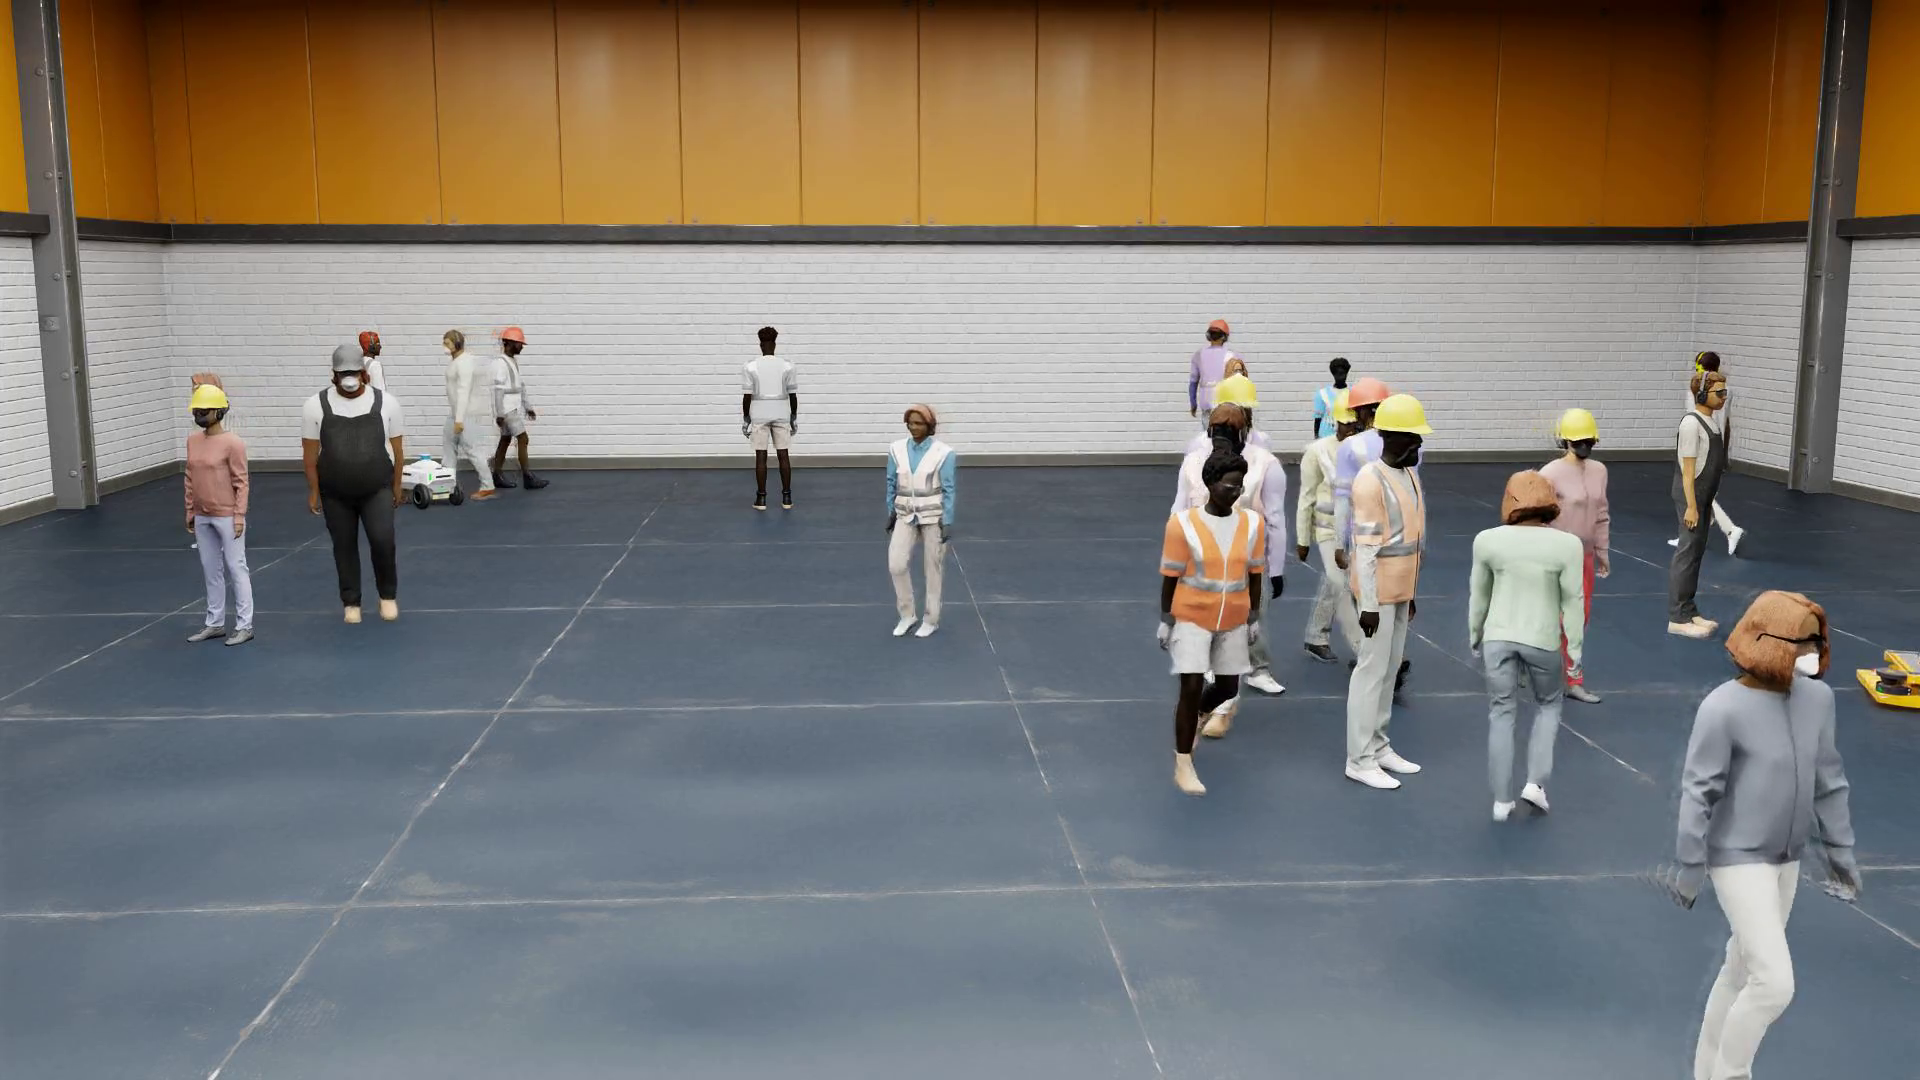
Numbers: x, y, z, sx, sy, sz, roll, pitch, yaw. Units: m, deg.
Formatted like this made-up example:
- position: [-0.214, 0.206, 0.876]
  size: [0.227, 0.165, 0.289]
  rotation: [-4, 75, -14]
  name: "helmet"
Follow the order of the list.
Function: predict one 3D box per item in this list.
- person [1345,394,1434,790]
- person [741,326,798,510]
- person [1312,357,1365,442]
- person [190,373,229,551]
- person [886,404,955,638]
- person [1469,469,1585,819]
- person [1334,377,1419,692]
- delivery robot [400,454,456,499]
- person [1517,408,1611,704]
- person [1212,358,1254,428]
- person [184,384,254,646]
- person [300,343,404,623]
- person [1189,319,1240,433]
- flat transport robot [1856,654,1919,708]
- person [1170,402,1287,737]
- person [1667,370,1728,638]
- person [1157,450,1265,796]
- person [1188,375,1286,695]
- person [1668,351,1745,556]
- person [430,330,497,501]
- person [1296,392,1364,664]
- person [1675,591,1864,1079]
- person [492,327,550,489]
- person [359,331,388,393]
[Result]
- position: [2.116, 0.244, 8.179]
  size: [0.372, 1.925, 0.595]
  rotation: [6, 11, 33]
  name: "person"
- position: [-2.037, -1.304, 17.800]
  size: [0.609, 1.958, 0.398]
  rotation: [-2, 9, -14]
  name: "person"
- position: [3.880, -1.049, 17.078]
  size: [0.545, 1.673, 0.588]
  rotation: [1, 9, 6]
  name: "person"
- position: [-6.798, -0.688, 15.003]
  size: [0.496, 1.623, 0.517]
  rotation: [-8, 12, -40]
  name: "person"
- position: [-0.296, -0.120, 11.398]
  size: [0.546, 1.616, 0.479]
  rotation: [4, 10, 24]
  name: "person"
- position: [2.593, 0.483, 7.659]
  size: [0.526, 1.612, 0.403]
  rotation: [5, 10, 28]
  name: "person"
- position: [2.536, -0.029, 10.027]
  size: [0.560, 1.901, 0.850]
  rotation: [-2, 9, -14]
  name: "person"
- position: [-5.783, -0.689, 18.039]
  size: [0.707, 0.478, 0.477]
  rotation: [9, 12, 43]
  name: "delivery robot"
- position: [3.529, 0.083, 9.741]
  size: [0.538, 1.741, 0.487]
  rotation: [-5, 11, -31]
  name: "person"
- position: [2.881, -1.104, 17.566]
  size: [0.507, 1.631, 0.267]
  rotation: [-3, 10, -21]
  name: "person"
- position: [-5.037, -0.168, 11.266]
  size: [0.525, 1.772, 0.304]
  rotation: [4, 10, 22]
  name: "person"
- position: [-4.338, -0.405, 11.899]
  size: [0.688, 2.000, 0.538]
  rotation: [-3, 9, -17]
  name: "person"
- position: [3.044, -1.625, 19.711]
  size: [0.664, 1.993, 0.680]
  rotation: [5, 10, 26]
  name: "person"
- position: [6.053, 0.839, 9.627]
  size: [1.431, 0.197, 0.652]
  rotation: [3, 9, 18]
  name: "flat transport robot"
- position: [1.392, 0.158, 9.084]
  size: [0.664, 1.808, 0.779]
  rotation: [7, 11, 36]
  name: "person"
- position: [5.144, -0.255, 11.575]
  size: [0.346, 1.846, 0.506]
  rotation: [6, 11, 35]
  name: "person"
- position: [1.200, 0.367, 8.194]
  size: [0.550, 1.676, 0.604]
  rotation: [-2, 9, -12]
  name: "person"
- position: [1.667, -0.021, 9.901]
  size: [0.621, 1.898, 0.813]
  rotation: [-4, 10, -22]
  name: "person"
- position: [6.753, -0.777, 14.945]
  size: [0.529, 1.829, 0.852]
  rotation: [-4, 10, -23]
  name: "person"
- position: [-5.557, -1.366, 18.372]
  size: [0.843, 1.904, 0.652]
  rotation: [-5, 10, -29]
  name: "person"
- position: [2.458, -0.038, 10.408]
  size: [0.591, 1.768, 0.928]
  rotation: [-4, 10, -24]
  name: "person"
- position: [2.332, 0.946, 4.758]
  size: [0.503, 1.615, 0.500]
  rotation: [-5, 10, -29]
  name: "person"
- position: [-5.144, -1.530, 19.431]
  size: [0.833, 1.896, 0.542]
  rotation: [-1, 9, -3]
  name: "person"
- position: [-6.492, -1.360, 18.392]
  size: [0.572, 1.883, 0.356]
  rotation: [8, 12, 41]
  name: "person"
